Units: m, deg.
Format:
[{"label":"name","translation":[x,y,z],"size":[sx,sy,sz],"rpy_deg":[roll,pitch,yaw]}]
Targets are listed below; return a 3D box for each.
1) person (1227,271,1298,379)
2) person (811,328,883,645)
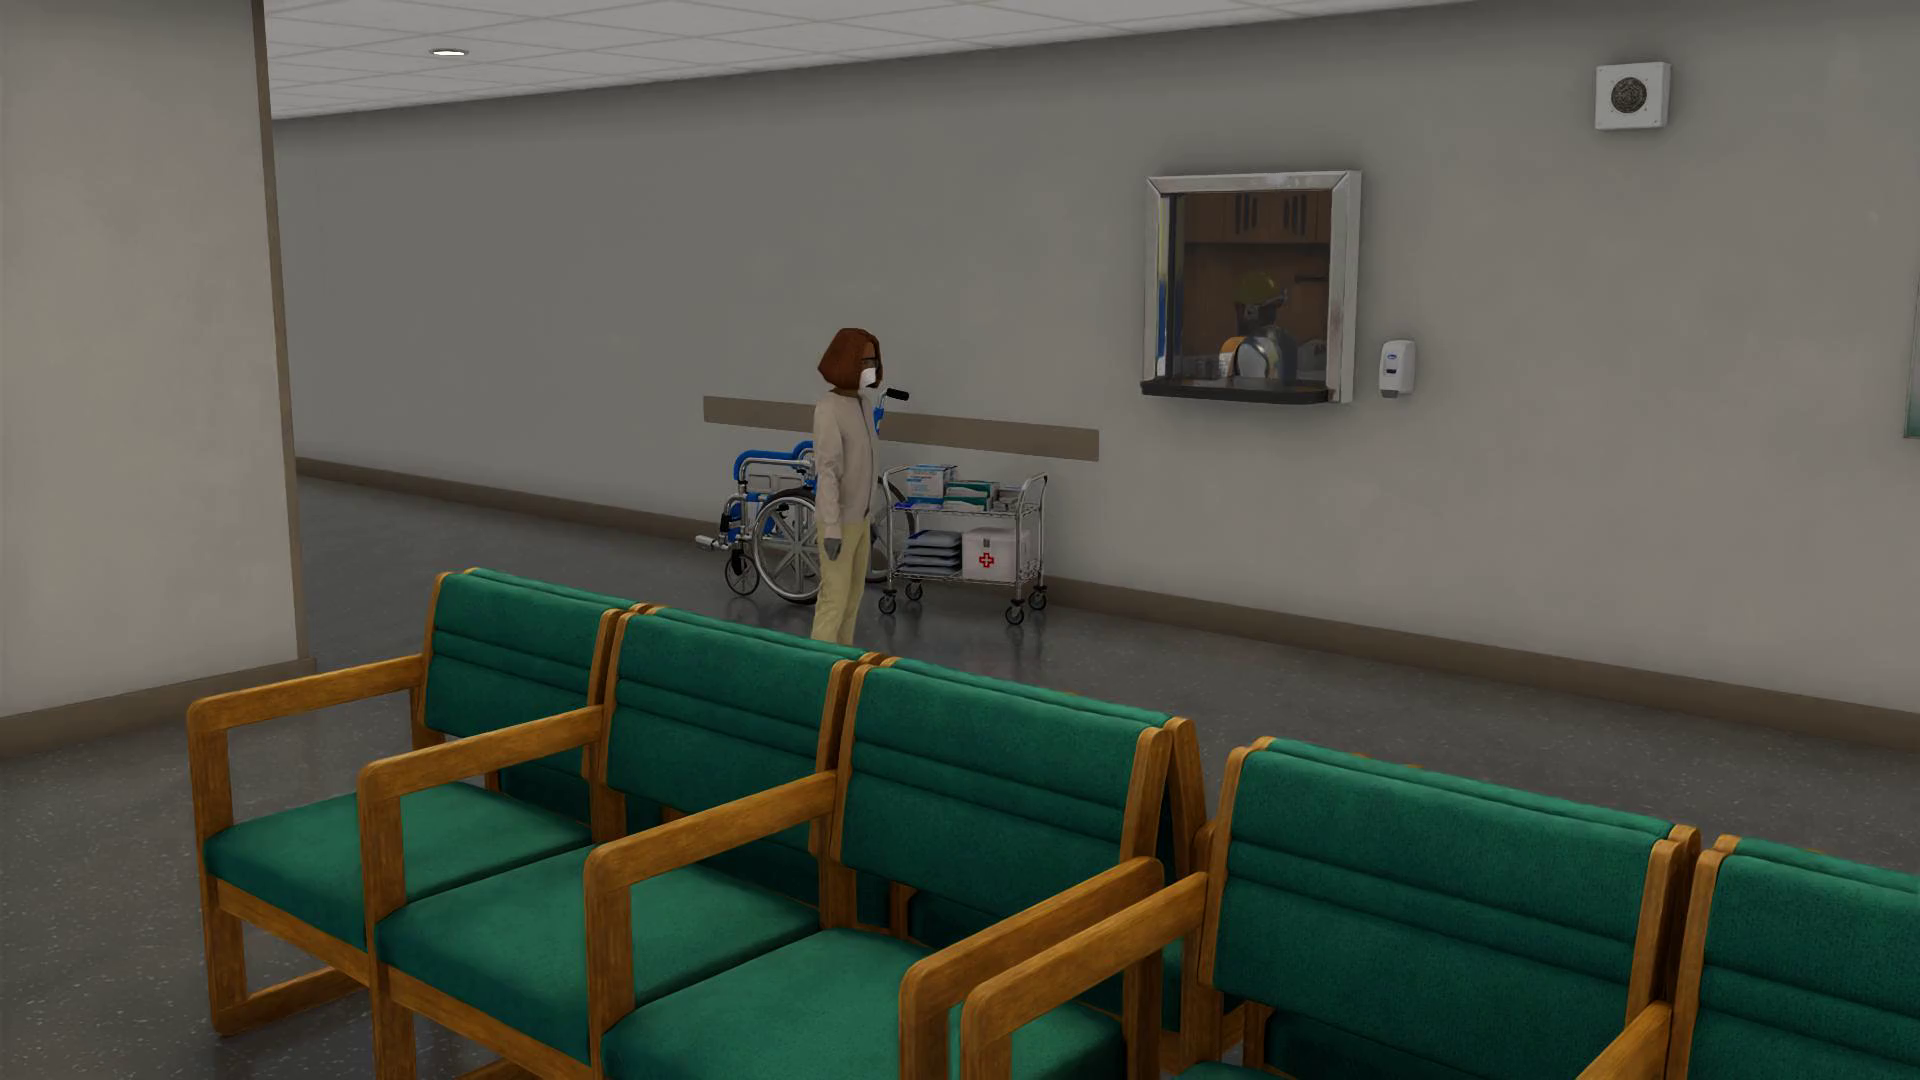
[{"label":"person","translation":[1.602,-0.526,8.999],"size":[0.403,1.832,0.594],"rpy_deg":[6,12,30]},{"label":"person","translation":[-0.462,-0.067,6.958],"size":[0.276,1.631,0.507],"rpy_deg":[3,10,16]}]
